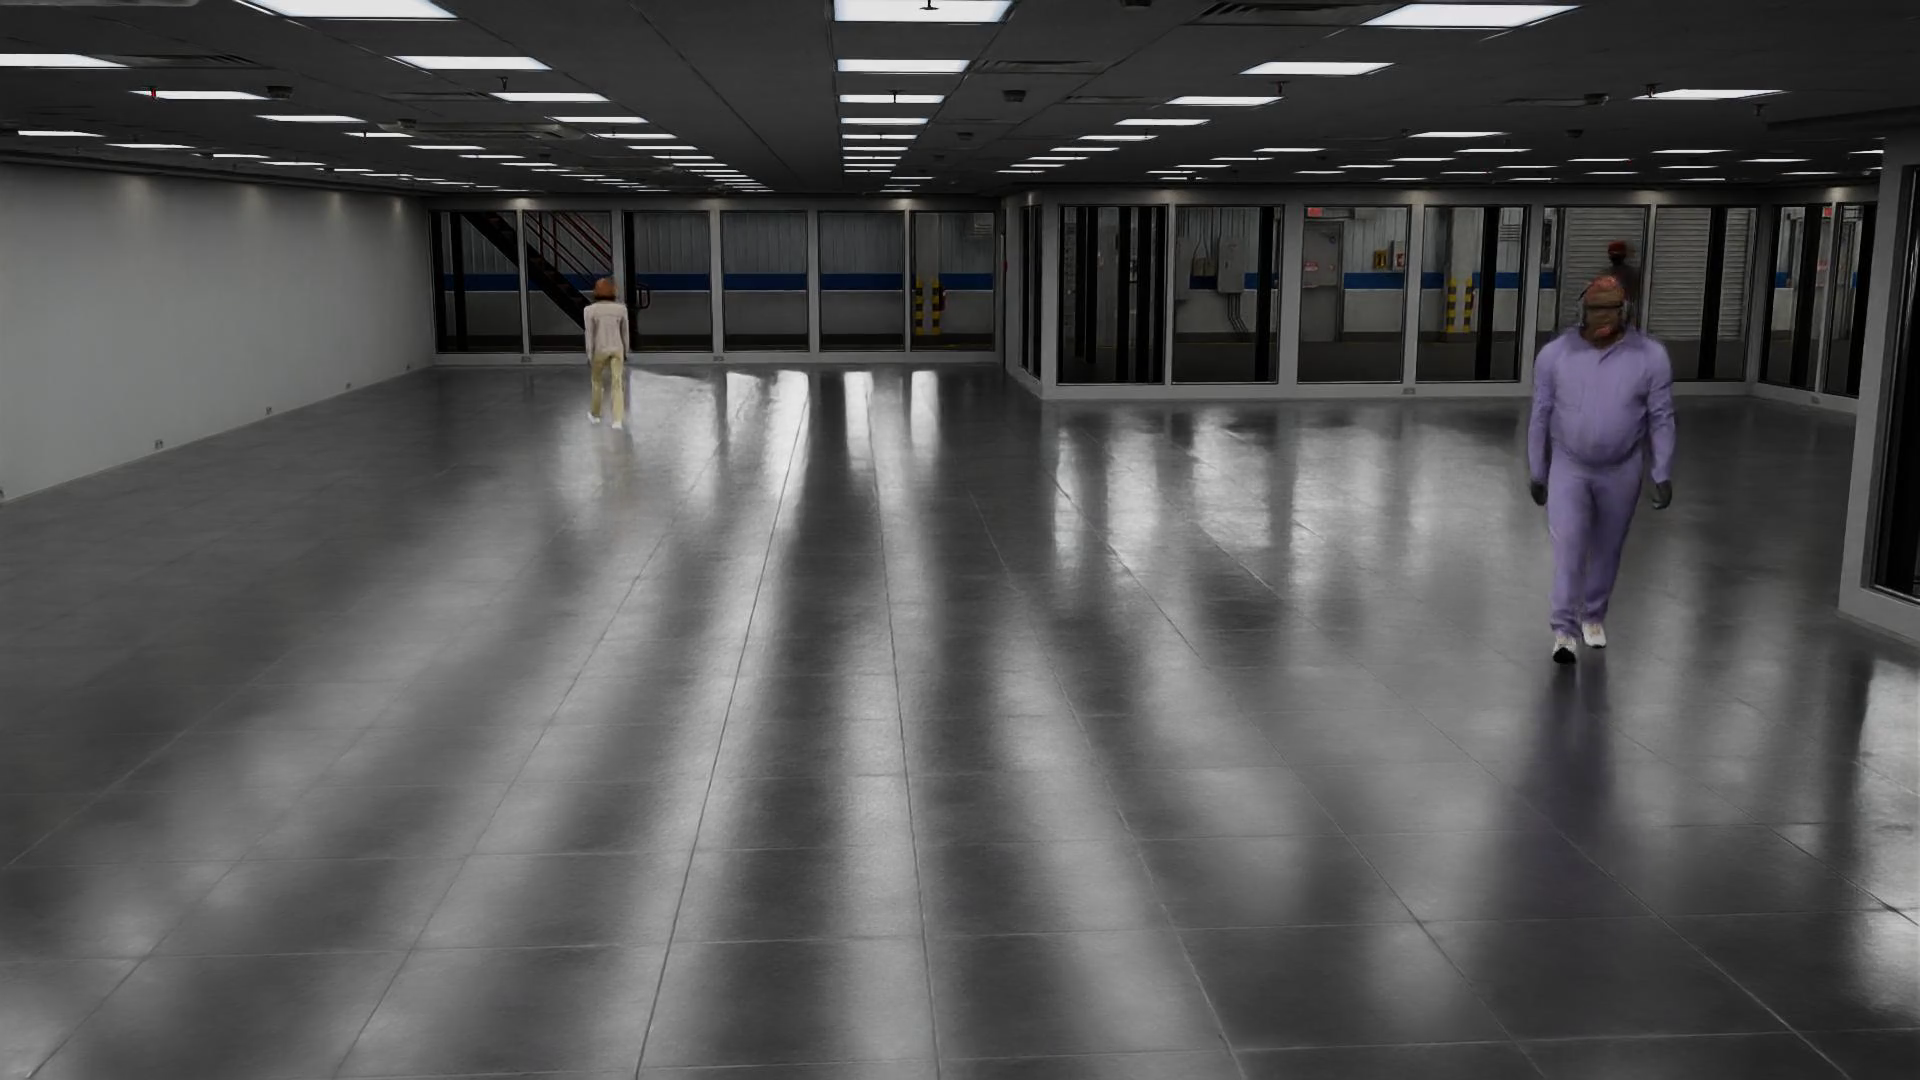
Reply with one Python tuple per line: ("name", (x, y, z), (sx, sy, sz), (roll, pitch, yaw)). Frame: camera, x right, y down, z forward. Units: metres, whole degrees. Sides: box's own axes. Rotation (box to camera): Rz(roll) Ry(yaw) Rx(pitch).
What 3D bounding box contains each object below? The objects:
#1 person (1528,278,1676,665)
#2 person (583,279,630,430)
("person", (3.104, -0.330, 8.088), (0.660, 1.853, 0.987), (3, 11, 17))
("person", (-3.766, -1.983, 17.733), (0.518, 1.579, 0.868), (-5, 12, -26))
